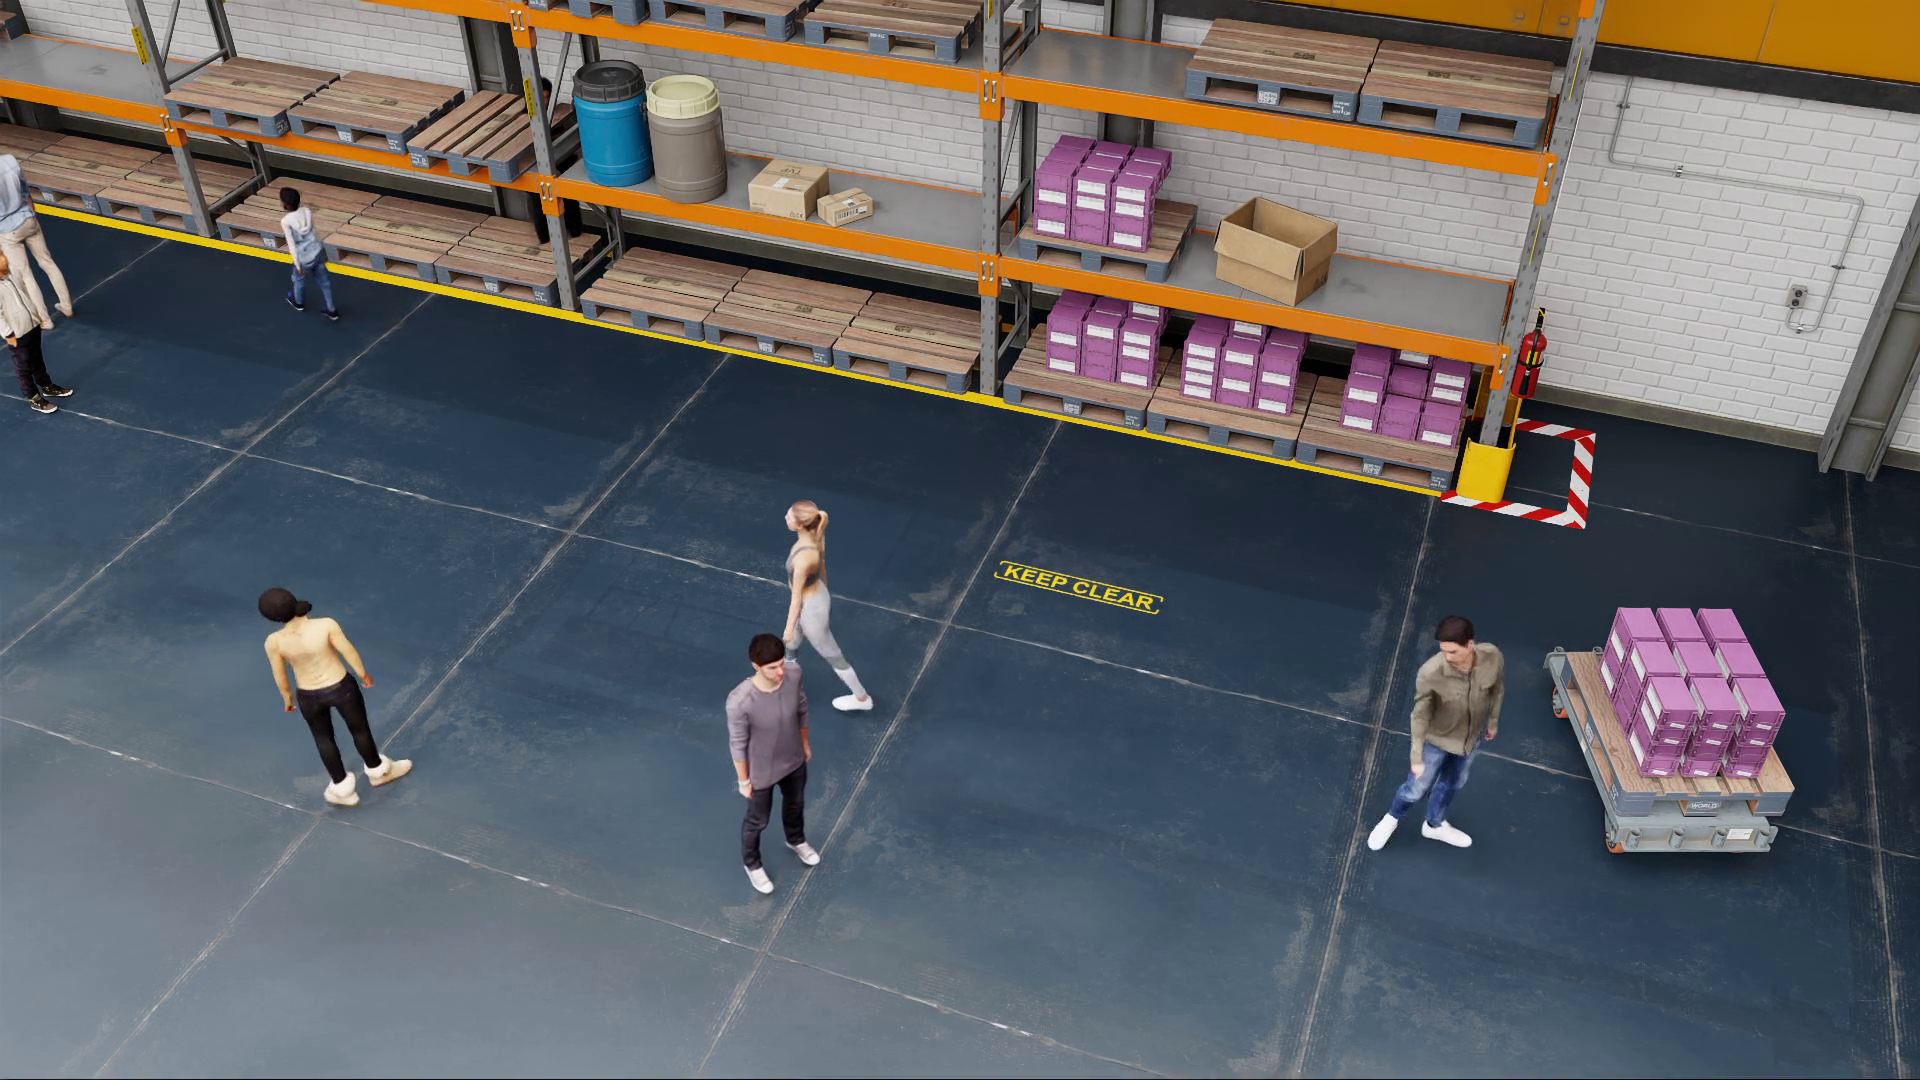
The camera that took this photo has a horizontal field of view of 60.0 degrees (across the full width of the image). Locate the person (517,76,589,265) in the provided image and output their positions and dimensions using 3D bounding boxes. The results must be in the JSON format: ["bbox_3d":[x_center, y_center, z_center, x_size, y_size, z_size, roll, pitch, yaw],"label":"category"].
[{"bbox_3d":[-3.726,-3.368,15.148,0.779,1.811,0.842,-15,41,-18],"label":"person"}]

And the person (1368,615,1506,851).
[{"bbox_3d":[2.842,1.091,9.543,0.826,1.838,0.920,-23,44,-26],"label":"person"}]

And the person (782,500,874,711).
[{"bbox_3d":[-0.849,0.476,10.461,1.156,1.655,0.753,5,39,6],"label":"person"}]

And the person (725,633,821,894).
[{"bbox_3d":[-1.069,1.225,9.370,0.748,1.845,0.736,-28,46,-30],"label":"person"}]

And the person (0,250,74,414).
[{"bbox_3d":[-7.585,-1.730,13.379,0.590,1.458,0.622,4,39,5],"label":"person"}]

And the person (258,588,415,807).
[{"bbox_3d":[-3.744,0.914,9.930,0.793,1.632,0.919,-2,39,-2],"label":"person"}]

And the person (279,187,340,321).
[{"bbox_3d":[-5.658,-2.474,14.489,0.841,1.237,0.643,27,46,30],"label":"person"}]

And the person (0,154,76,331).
[{"bbox_3d":[-8.087,-2.677,14.255,0.591,1.847,0.675,18,42,21],"label":"person"}]
